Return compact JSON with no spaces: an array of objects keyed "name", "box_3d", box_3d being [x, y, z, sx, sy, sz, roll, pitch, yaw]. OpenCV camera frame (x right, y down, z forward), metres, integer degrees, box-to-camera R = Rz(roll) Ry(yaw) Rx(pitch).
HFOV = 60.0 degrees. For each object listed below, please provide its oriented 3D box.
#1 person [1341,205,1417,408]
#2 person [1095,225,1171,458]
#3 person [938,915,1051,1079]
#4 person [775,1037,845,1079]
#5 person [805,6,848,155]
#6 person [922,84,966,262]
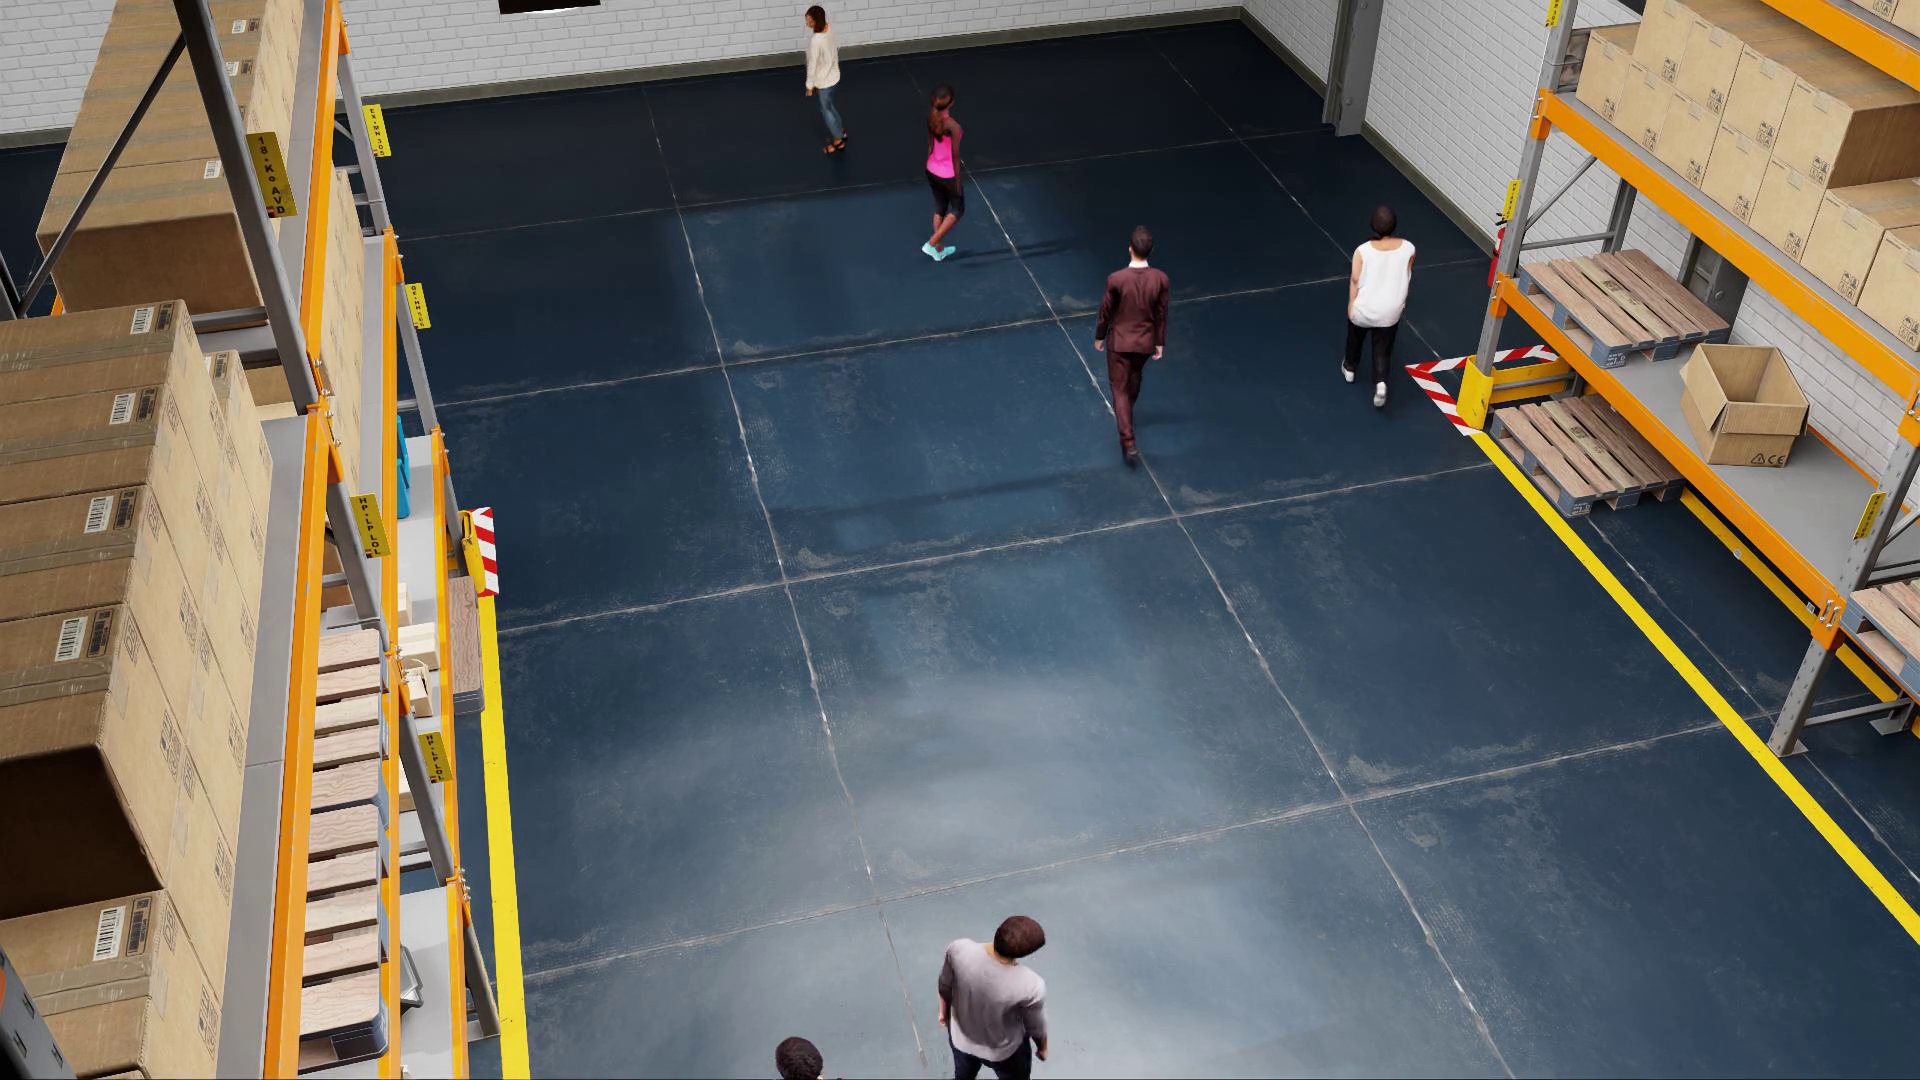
[{"name":"person","box_3d":[3.364,-1.877,13.403,0.879,1.660,1.109,3,39,3]},{"name":"person","box_3d":[1.326,-1.489,12.769,0.780,1.844,1.194,-6,39,-7]},{"name":"person","box_3d":[0.112,2.367,7.967,0.819,1.812,0.842,4,39,5]},{"name":"person","box_3d":[-0.628,2.859,7.588,0.580,1.515,0.961,-6,39,-8]},{"name":"person","box_3d":[-1.332,-4.688,16.943,0.823,1.634,0.680,18,42,21]},{"name":"person","box_3d":[-0.210,-3.283,15.123,0.794,1.709,0.765,-30,48,-32]}]
